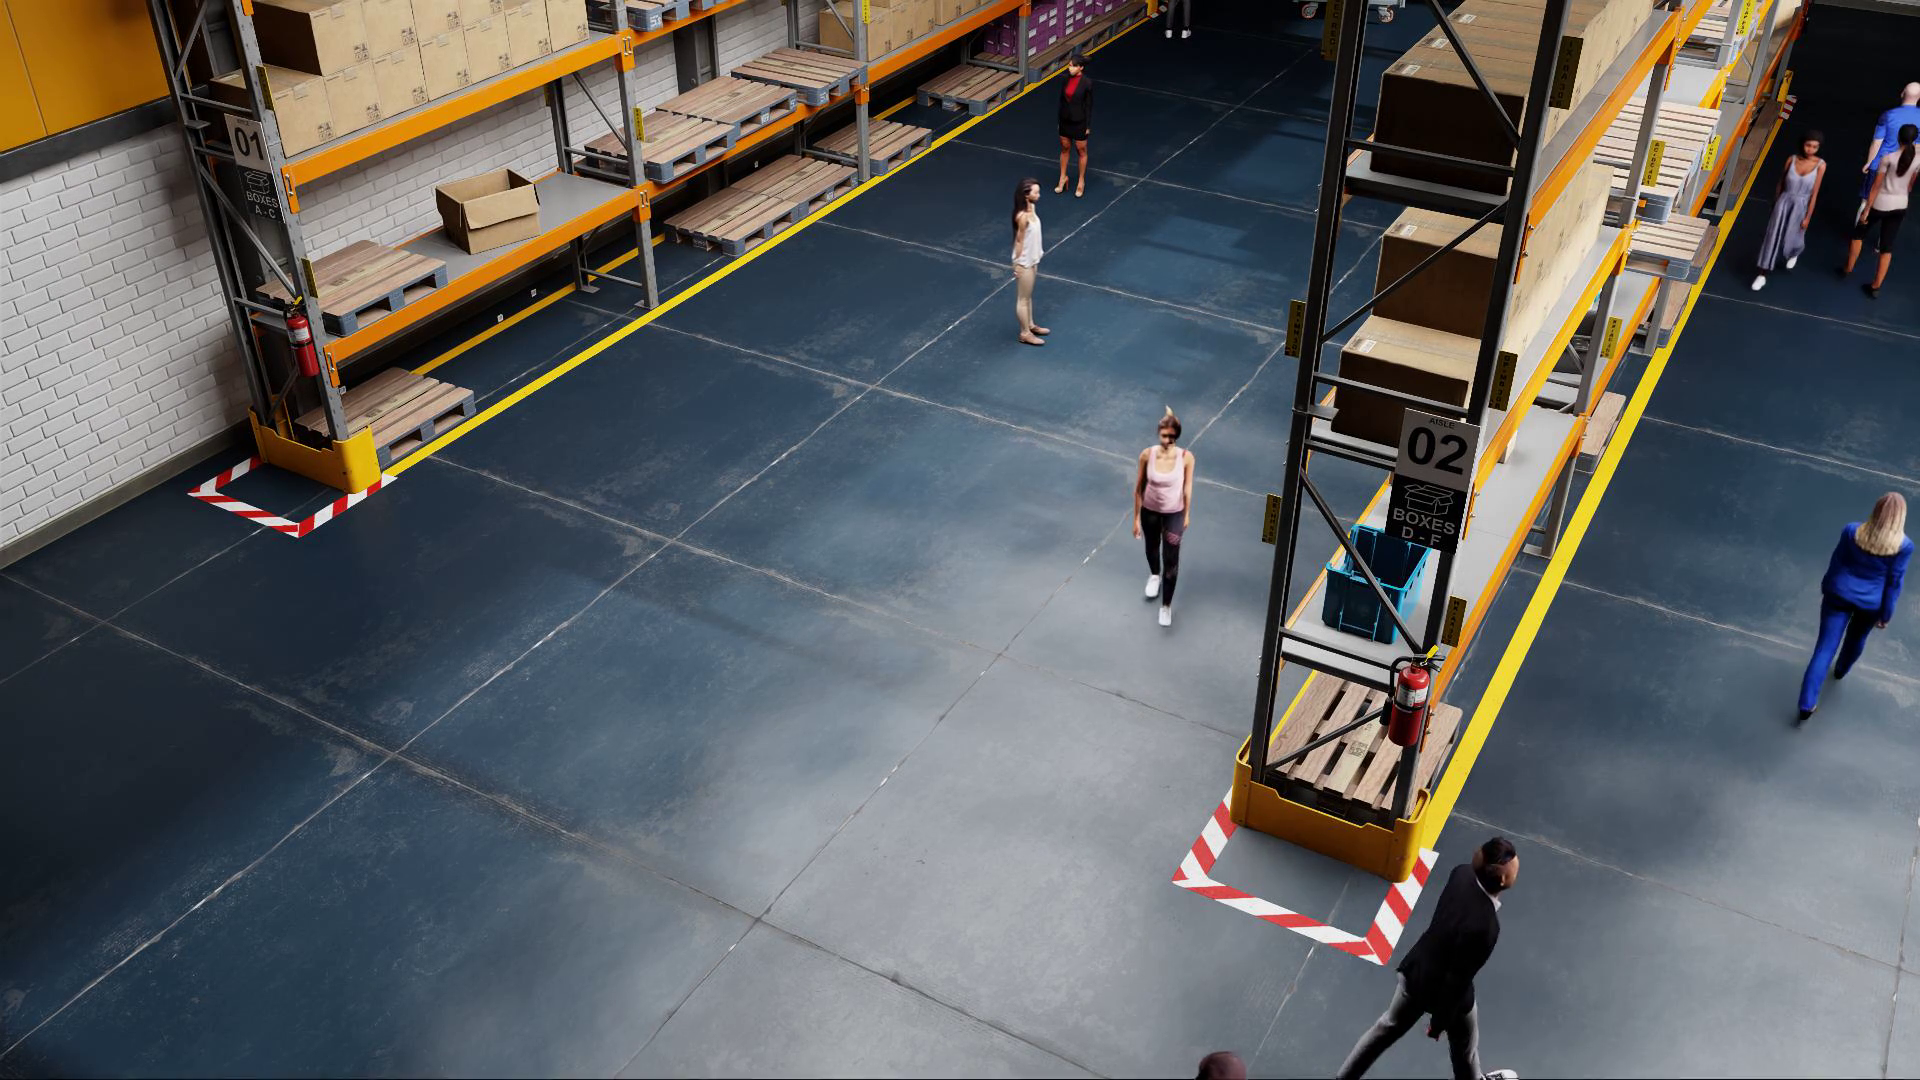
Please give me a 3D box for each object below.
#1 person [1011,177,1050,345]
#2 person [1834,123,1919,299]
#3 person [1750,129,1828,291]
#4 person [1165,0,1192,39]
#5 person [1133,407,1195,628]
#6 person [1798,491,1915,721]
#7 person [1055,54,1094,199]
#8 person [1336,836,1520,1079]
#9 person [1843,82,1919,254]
[{"bbox_3d":[0.616,-2.682,15.904,0.677,1.653,0.616,-6,34,-9],"label":"person"},{"bbox_3d":[9.361,-3.281,16.746,0.904,1.719,1.006,0,34,0],"label":"person"},{"bbox_3d":[8.497,-3.365,16.912,0.642,1.675,0.978,25,41,33],"label":"person"},{"bbox_3d":[3.191,-8.179,24.077,0.707,1.761,0.669,6,34,9],"label":"person"},{"bbox_3d":[1.502,-0.249,12.279,0.707,1.613,0.992,10,35,15],"label":"person"},{"bbox_3d":[5.955,0.484,11.148,0.681,1.646,1.164,22,39,29],"label":"person"},{"bbox_3d":[1.300,-4.742,19.015,0.554,1.640,0.604,18,38,25],"label":"person"},{"bbox_3d":[2.306,2.219,8.318,1.216,1.889,1.300,1,34,2],"label":"person"},{"bbox_3d":[9.871,-3.954,17.651,0.733,1.838,0.678,7,34,11],"label":"person"}]
